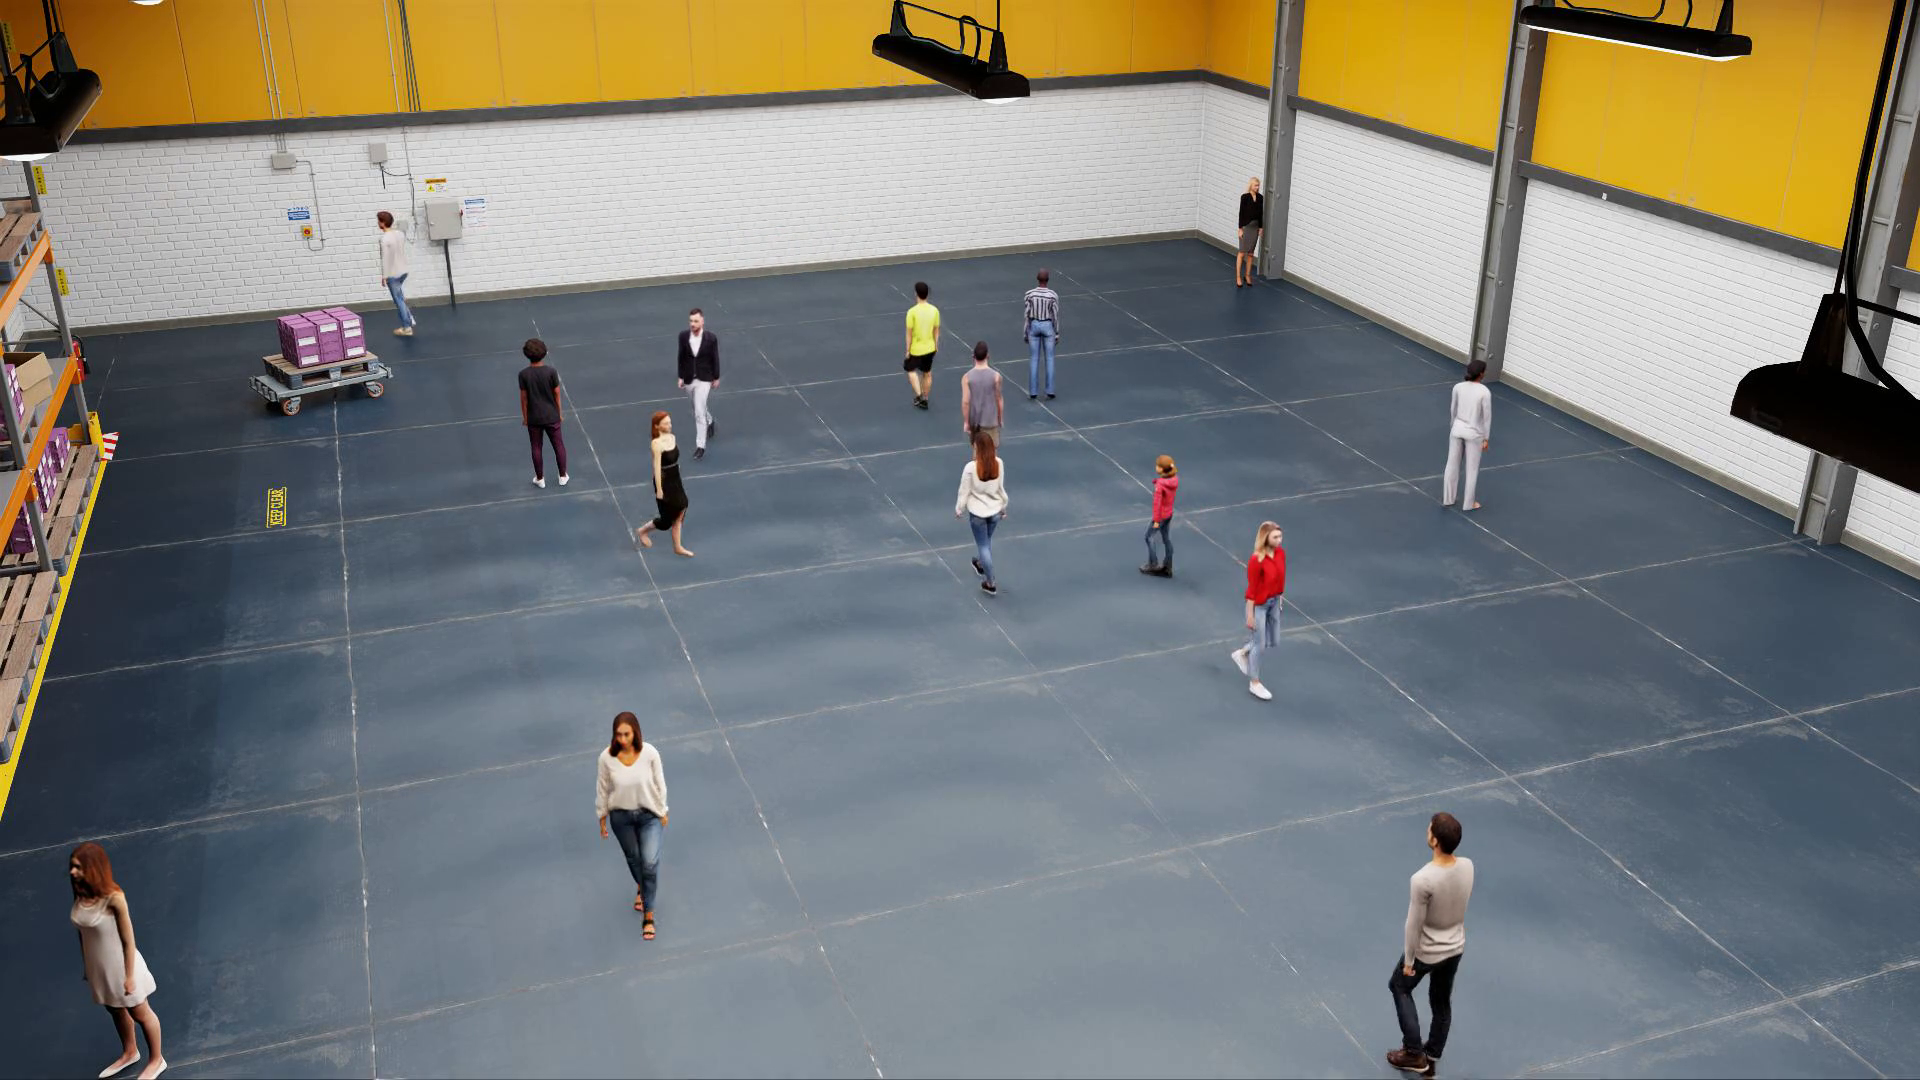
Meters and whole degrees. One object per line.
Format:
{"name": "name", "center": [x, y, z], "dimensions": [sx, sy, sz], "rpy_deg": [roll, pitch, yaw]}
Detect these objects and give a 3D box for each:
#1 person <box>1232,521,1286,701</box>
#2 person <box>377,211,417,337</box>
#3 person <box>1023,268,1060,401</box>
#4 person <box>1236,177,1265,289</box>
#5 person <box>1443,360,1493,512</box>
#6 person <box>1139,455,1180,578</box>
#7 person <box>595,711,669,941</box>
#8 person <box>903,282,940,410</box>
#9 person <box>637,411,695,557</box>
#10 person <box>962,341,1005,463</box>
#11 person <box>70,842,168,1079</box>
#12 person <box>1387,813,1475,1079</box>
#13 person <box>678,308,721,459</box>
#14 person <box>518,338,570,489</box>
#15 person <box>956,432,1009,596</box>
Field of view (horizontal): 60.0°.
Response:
{"name": "person", "center": [2.636, 0.582, 14.787], "dimensions": [0.765, 1.694, 0.850], "rpy_deg": [-19, 30, -36]}
{"name": "person", "center": [-8.408, -3.997, 25.019], "dimensions": [0.859, 1.889, 0.770], "rpy_deg": [7, 25, 15]}
{"name": "person", "center": [1.098, -2.753, 22.290], "dimensions": [0.715, 1.794, 0.707], "rpy_deg": [3, 24, 7]}
{"name": "person", "center": [4.795, -5.118, 27.644], "dimensions": [0.607, 1.840, 0.540], "rpy_deg": [-9, 25, -20]}
{"name": "person", "center": [5.741, -1.198, 18.805], "dimensions": [0.627, 1.736, 0.772], "rpy_deg": [21, 31, 40]}
{"name": "person", "center": [2.138, -0.227, 17.119], "dimensions": [0.691, 1.308, 0.646], "rpy_deg": [19, 30, 37]}
{"name": "person", "center": [-2.287, 1.912, 11.787], "dimensions": [0.817, 1.660, 0.991], "rpy_deg": [-1, 24, -1]}
{"name": "person", "center": [-0.475, -2.507, 21.903], "dimensions": [0.661, 1.654, 0.673], "rpy_deg": [-10, 26, -23]}
{"name": "person", "center": [-3.160, -0.593, 17.578], "dimensions": [0.922, 1.611, 0.879], "rpy_deg": [9, 25, 19]}
{"name": "person", "center": [0.263, -1.362, 19.089], "dimensions": [0.913, 1.834, 1.110], "rpy_deg": [2, 24, 5]}
{"name": "person", "center": [-5.184, 2.583, 10.187], "dimensions": [0.647, 1.711, 0.703], "rpy_deg": [10, 25, 21]}
{"name": "person", "center": [2.946, 2.536, 10.118], "dimensions": [0.665, 1.853, 0.583], "rpy_deg": [-10, 26, -23]}
{"name": "person", "center": [-3.195, -1.984, 20.510], "dimensions": [1.047, 1.812, 1.250], "rpy_deg": [5, 24, 11]}
{"name": "person", "center": [-4.875, -1.487, 19.407], "dimensions": [0.617, 1.784, 0.545], "rpy_deg": [-8, 25, -17]}
{"name": "person", "center": [0.271, -0.243, 16.710], "dimensions": [0.683, 1.664, 0.953], "rpy_deg": [-10, 26, -22]}
